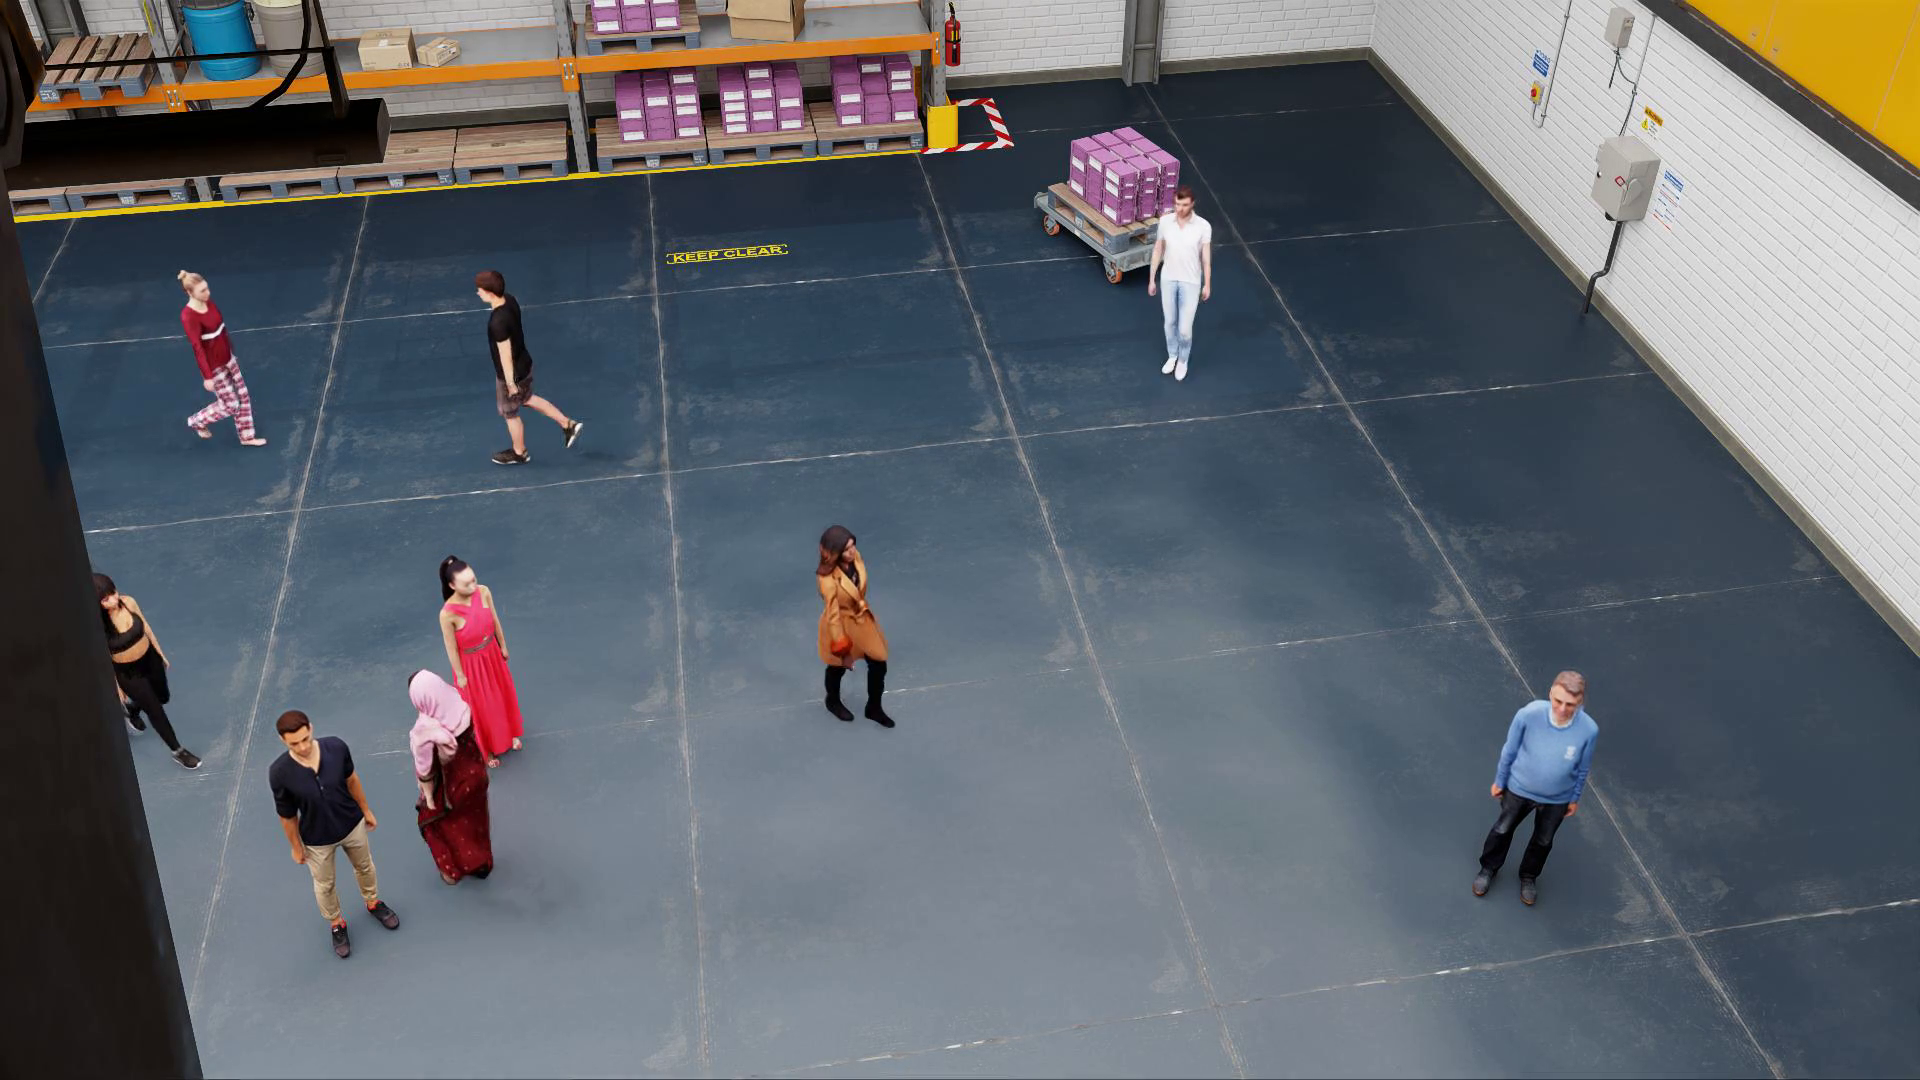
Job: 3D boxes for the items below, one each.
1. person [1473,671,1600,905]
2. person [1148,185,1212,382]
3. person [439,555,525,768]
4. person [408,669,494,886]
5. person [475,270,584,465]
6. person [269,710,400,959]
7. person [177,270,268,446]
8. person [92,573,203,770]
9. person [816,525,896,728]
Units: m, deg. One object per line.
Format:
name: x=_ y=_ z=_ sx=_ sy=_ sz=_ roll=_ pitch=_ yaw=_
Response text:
person: x=3.492 y=1.469 z=10.016 sx=0.678 sy=1.818 sz=0.808 roll=12 pitch=40 yaw=14
person: x=1.987 y=-2.325 z=14.751 sx=0.785 sy=1.838 sz=0.872 roll=18 pitch=42 yaw=21
person: x=-3.169 y=0.800 z=10.929 sx=0.765 sy=1.724 sz=0.708 roll=23 pitch=44 yaw=26
person: x=-3.034 y=1.492 z=10.153 sx=0.845 sy=1.610 sz=0.786 roll=20 pitch=43 yaw=23
person: x=-3.562 y=-1.402 z=13.590 sx=1.075 sy=1.845 sz=0.800 roll=2 pitch=39 yaw=2
person: x=-3.685 y=1.673 z=9.730 sx=0.652 sy=1.857 sz=0.783 roll=-28 pitch=46 yaw=-30
person: x=-6.247 y=-1.476 z=13.806 sx=0.859 sy=1.690 sz=0.726 roll=2 pitch=39 yaw=3
person: x=-5.482 y=0.826 z=10.976 sx=1.023 sy=1.625 sz=0.883 roll=16 pitch=41 yaw=19
person: x=-0.846 y=0.589 z=11.209 sx=0.952 sy=1.703 sz=0.892 roll=25 pitch=45 yaw=28
